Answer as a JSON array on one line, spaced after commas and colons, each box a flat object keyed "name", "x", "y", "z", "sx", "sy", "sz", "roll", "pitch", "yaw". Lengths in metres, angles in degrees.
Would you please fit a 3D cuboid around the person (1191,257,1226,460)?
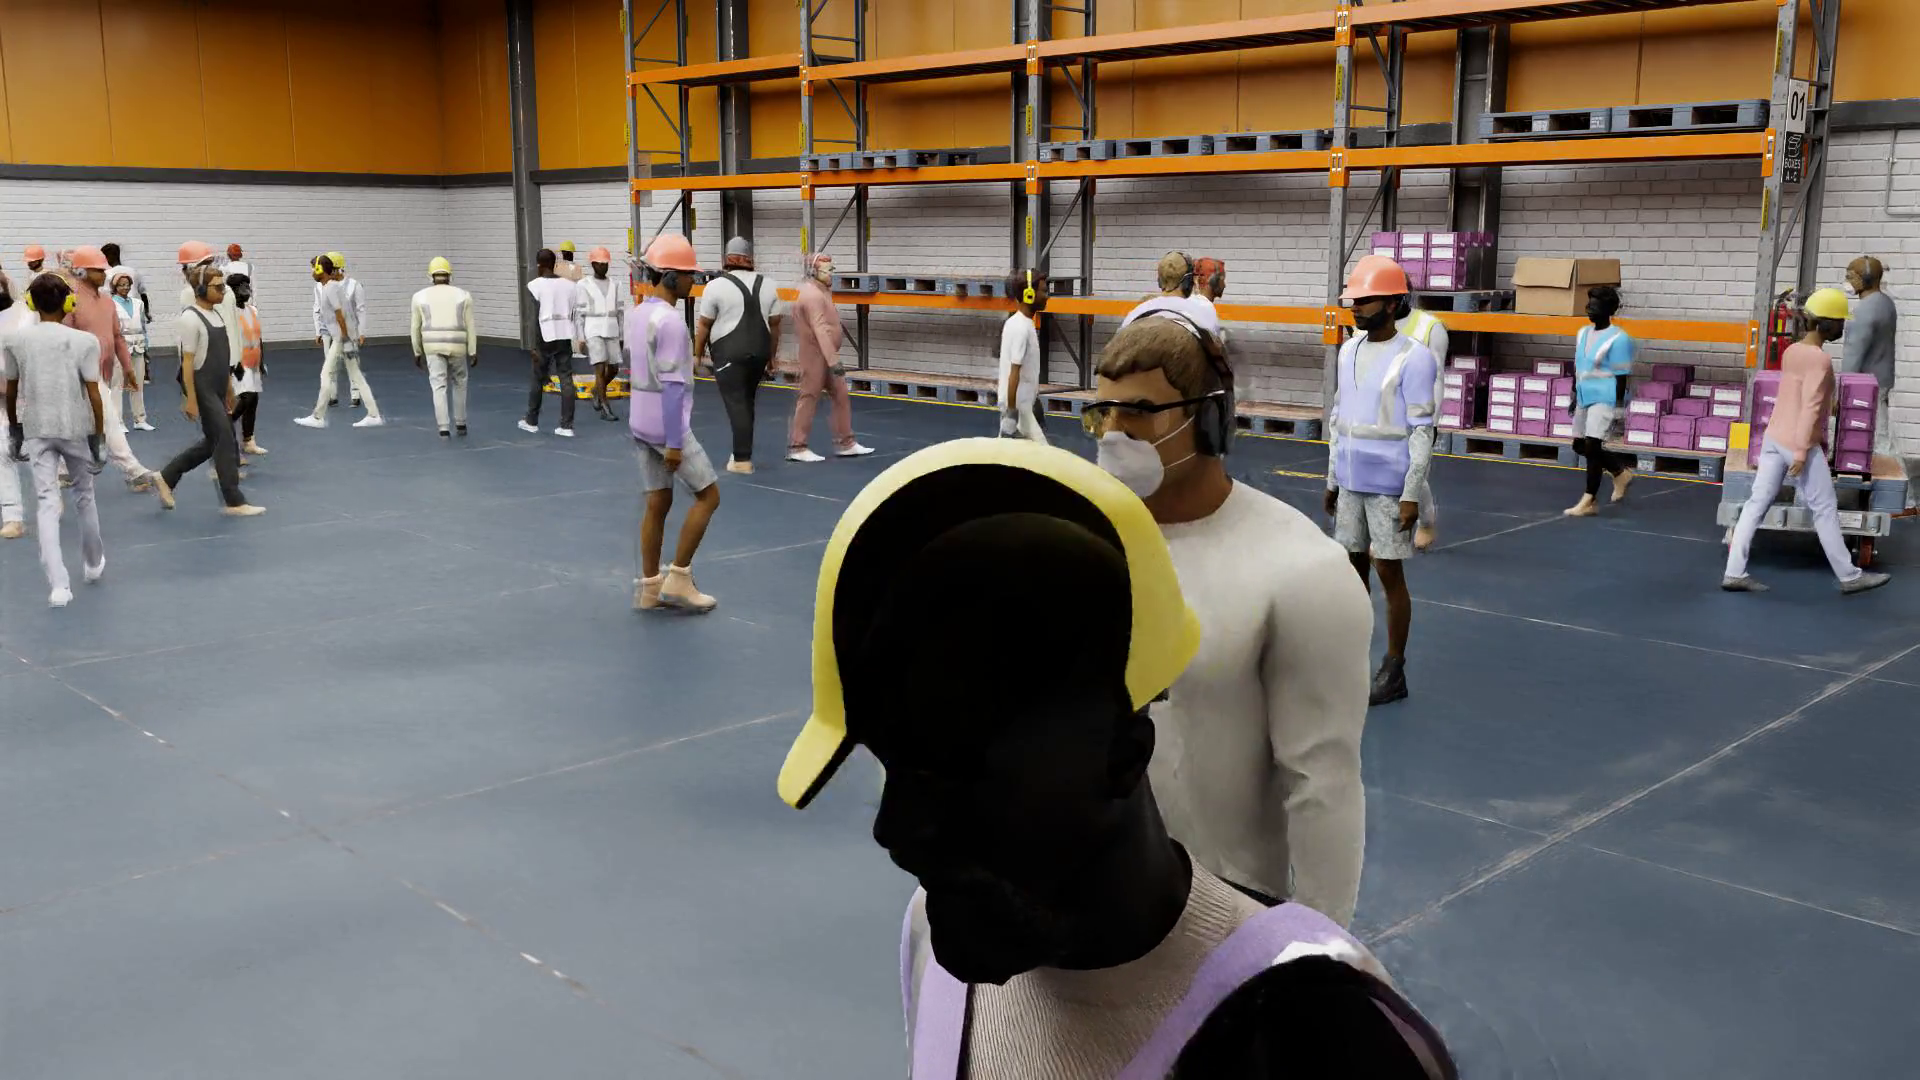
[{"name": "person", "x": 1.720, "y": -1.059, "z": 11.797, "sx": 0.431, "sy": 1.864, "sz": 0.614, "roll": 0, "pitch": 10, "yaw": 1}]

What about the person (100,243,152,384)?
[{"name": "person", "x": -11.392, "y": -3.090, "z": 22.745, "sx": 0.716, "sy": 1.901, "sz": 1.006, "roll": -10, "pitch": 14, "yaw": -42}]

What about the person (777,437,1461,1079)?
[{"name": "person", "x": 0.111, "y": 0.864, "z": 1.217, "sx": 0.542, "sy": 1.894, "sz": 0.633, "roll": -5, "pitch": 12, "yaw": -26}]

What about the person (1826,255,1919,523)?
[{"name": "person", "x": 6.410, "y": -1.077, "z": 11.882, "sx": 1.030, "sy": 1.885, "sz": 0.631, "roll": 8, "pitch": 13, "yaw": 38}]

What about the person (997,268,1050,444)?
[{"name": "person", "x": 0.420, "y": -0.858, "z": 10.853, "sx": 1.023, "sy": 1.815, "sz": 0.537, "roll": -1, "pitch": 10, "yaw": -4}]

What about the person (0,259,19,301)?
[{"name": "person", "x": -13.308, "y": -3.067, "z": 23.019, "sx": 0.533, "sy": 1.767, "sz": 0.326, "roll": -7, "pitch": 12, "yaw": -32}]

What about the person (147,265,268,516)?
[{"name": "person", "x": -5.475, "y": -1.059, "z": 11.949, "sx": 0.804, "sy": 1.820, "sz": 0.514, "roll": 0, "pitch": 10, "yaw": -1}]

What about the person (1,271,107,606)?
[{"name": "person", "x": -5.063, "y": -0.583, "z": 9.337, "sx": 0.514, "sy": 1.821, "sz": 0.976, "roll": -5, "pitch": 11, "yaw": -24}]

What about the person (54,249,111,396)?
[{"name": "person", "x": -11.091, "y": -2.695, "z": 20.767, "sx": 1.023, "sy": 1.862, "sz": 0.642, "roll": -1, "pitch": 10, "yaw": -6}]

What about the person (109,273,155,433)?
[{"name": "person", "x": -8.583, "y": -1.923, "z": 17.124, "sx": 0.306, "sy": 1.639, "sz": 0.523, "roll": 5, "pitch": 12, "yaw": 27}]

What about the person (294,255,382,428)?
[{"name": "person", "x": -6.608, "y": -2.084, "z": 17.542, "sx": 0.956, "sy": 1.804, "sz": 0.504, "roll": -2, "pitch": 11, "yaw": -8}]

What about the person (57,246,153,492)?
[{"name": "person", "x": -6.824, "y": -1.345, "z": 13.172, "sx": 1.074, "sy": 1.932, "sz": 0.639, "roll": 1, "pitch": 10, "yaw": 6}]

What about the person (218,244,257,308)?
[{"name": "person", "x": -11.464, "y": -3.753, "z": 26.444, "sx": 0.574, "sy": 1.882, "sz": 0.358, "roll": -9, "pitch": 14, "yaw": -42}]

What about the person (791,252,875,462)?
[{"name": "person", "x": -1.140, "y": -1.603, "z": 14.769, "sx": 0.859, "sy": 1.860, "sz": 0.644, "roll": 1, "pitch": 10, "yaw": 5}]

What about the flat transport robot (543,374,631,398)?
[{"name": "flat transport robot", "x": -4.693, "y": -1.950, "z": 21.006, "sx": 0.652, "sy": 0.197, "sz": 1.431, "roll": -7, "pitch": 13, "yaw": -35}]

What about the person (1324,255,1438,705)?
[{"name": "person", "x": 1.780, "y": -0.256, "z": 7.218, "sx": 0.357, "sy": 1.936, "sz": 0.551, "roll": -6, "pitch": 12, "yaw": -29}]

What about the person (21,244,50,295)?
[{"name": "person", "x": -11.817, "y": -2.837, "z": 21.392, "sx": 0.583, "sy": 1.908, "sz": 0.413, "roll": 6, "pitch": 12, "yaw": 31}]

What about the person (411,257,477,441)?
[{"name": "person", "x": -5.164, "y": -1.923, "z": 16.672, "sx": 0.615, "sy": 1.793, "sz": 0.865, "roll": -3, "pitch": 11, "yaw": -17}]

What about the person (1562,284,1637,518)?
[{"name": "person", "x": 4.652, "y": -1.002, "z": 11.972, "sx": 0.570, "sy": 1.678, "sz": 0.528, "roll": -2, "pitch": 11, "yaw": -13}]

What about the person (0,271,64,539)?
[{"name": "person", "x": -6.406, "y": -0.931, "z": 11.268, "sx": 0.666, "sy": 1.814, "sz": 0.543, "roll": -1, "pitch": 10, "yaw": -5}]

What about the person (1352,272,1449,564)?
[{"name": "person", "x": 2.713, "y": -0.762, "z": 10.297, "sx": 0.627, "sy": 1.824, "sz": 0.752, "roll": 7, "pitch": 13, "yaw": 34}]

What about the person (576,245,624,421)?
[{"name": "person", "x": -3.969, "y": -2.282, "z": 18.334, "sx": 0.549, "sy": 1.919, "sz": 0.717, "roll": -7, "pitch": 13, "yaw": -34}]

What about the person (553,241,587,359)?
[{"name": "person", "x": -6.427, "y": -3.938, "z": 27.328, "sx": 0.594, "sy": 1.925, "sz": 0.369, "roll": 4, "pitch": 11, "yaw": 22}]

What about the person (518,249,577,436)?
[{"name": "person", "x": -4.218, "y": -2.018, "z": 16.983, "sx": 0.594, "sy": 1.874, "sz": 0.904, "roll": -10, "pitch": 14, "yaw": -42}]

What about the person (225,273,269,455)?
[{"name": "person", "x": -6.578, "y": -1.600, "z": 15.246, "sx": 0.382, "sy": 1.685, "sz": 0.536, "roll": 2, "pitch": 11, "yaw": 12}]

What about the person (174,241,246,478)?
[{"name": "person", "x": -6.253, "y": -1.489, "z": 13.849, "sx": 0.522, "sy": 1.969, "sz": 0.606, "roll": 1, "pitch": 10, "yaw": 5}]

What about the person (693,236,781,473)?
[{"name": "person", "x": -1.971, "y": -1.614, "z": 14.347, "sx": 0.704, "sy": 2.000, "sz": 0.800, "roll": -9, "pitch": 14, "yaw": -40}]

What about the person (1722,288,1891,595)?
[{"name": "person", "x": 4.772, "y": -0.530, "z": 9.291, "sx": 0.915, "sy": 1.718, "sz": 0.527, "roll": 0, "pitch": 10, "yaw": 0}]

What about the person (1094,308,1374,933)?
[{"name": "person", "x": 0.391, "y": 0.578, "z": 2.735, "sx": 0.690, "sy": 1.917, "sz": 0.634, "roll": -10, "pitch": 15, "yaw": -44}]

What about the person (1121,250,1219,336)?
[{"name": "person", "x": 1.210, "y": -0.677, "z": 9.513, "sx": 0.627, "sy": 1.940, "sz": 0.375, "roll": 8, "pitch": 13, "yaw": 38}]

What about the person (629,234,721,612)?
[{"name": "person", "x": -1.518, "y": -0.602, "z": 8.890, "sx": 0.527, "sy": 2.026, "sz": 0.606, "roll": -6, "pitch": 12, "yaw": -31}]

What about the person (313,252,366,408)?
[{"name": "person", "x": -7.276, "y": -2.455, "z": 19.507, "sx": 0.596, "sy": 1.828, "sz": 0.403, "roll": 0, "pitch": 10, "yaw": 0}]

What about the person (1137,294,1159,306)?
[{"name": "person", "x": 1.517, "y": -1.083, "z": 12.667, "sx": 0.867, "sy": 1.588, "sz": 0.516, "roll": 0, "pitch": 10, "yaw": 2}]
